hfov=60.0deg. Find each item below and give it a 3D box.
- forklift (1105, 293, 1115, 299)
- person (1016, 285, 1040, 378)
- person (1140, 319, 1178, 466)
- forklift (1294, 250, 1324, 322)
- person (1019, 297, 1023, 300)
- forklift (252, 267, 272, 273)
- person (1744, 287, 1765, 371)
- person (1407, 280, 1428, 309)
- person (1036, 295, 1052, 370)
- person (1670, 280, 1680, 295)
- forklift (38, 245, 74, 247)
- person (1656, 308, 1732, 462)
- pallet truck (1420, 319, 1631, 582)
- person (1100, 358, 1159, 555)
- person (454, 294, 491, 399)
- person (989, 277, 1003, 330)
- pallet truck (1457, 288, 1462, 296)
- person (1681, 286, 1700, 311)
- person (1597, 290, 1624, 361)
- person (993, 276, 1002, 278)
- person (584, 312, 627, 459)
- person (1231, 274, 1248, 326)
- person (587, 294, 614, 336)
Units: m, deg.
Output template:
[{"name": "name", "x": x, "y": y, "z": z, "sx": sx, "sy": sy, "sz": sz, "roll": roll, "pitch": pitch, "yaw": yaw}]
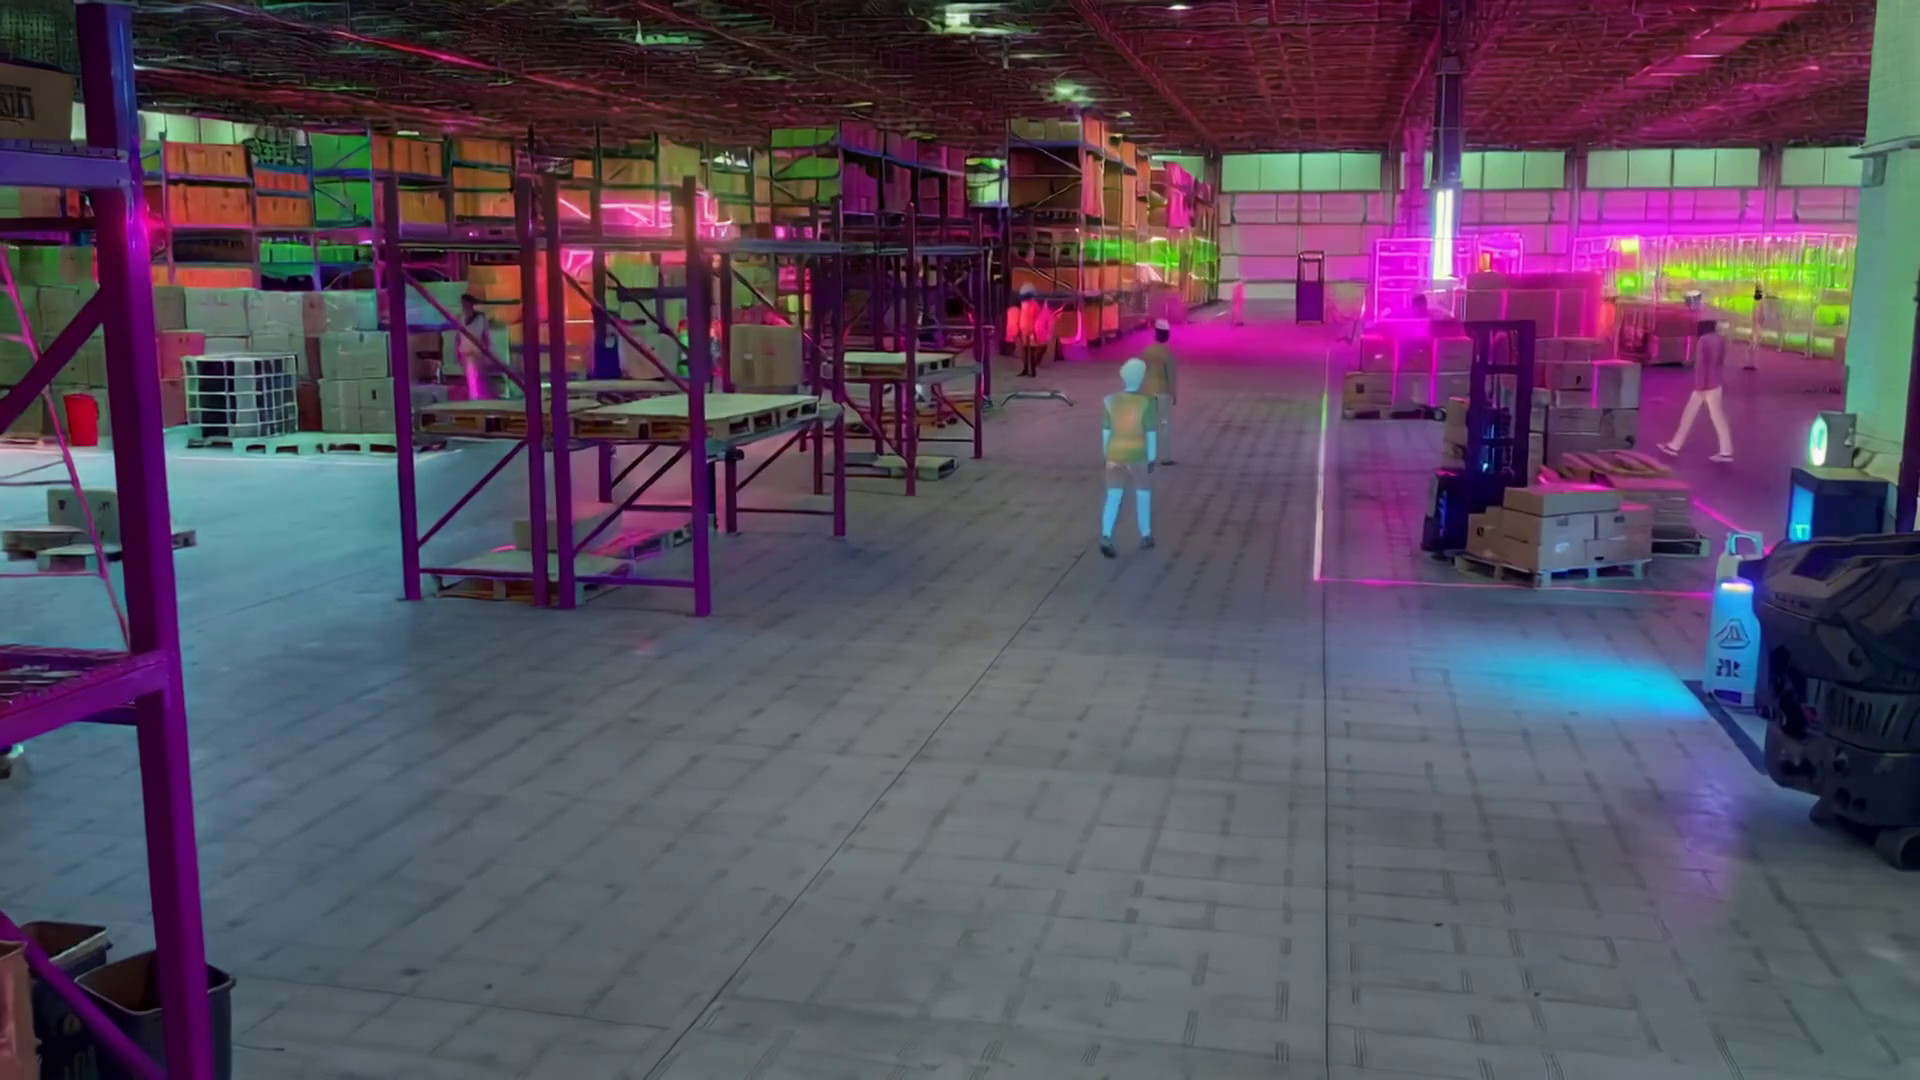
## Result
[{"name": "forklift", "x": 5.520, "y": -9.313, "z": 61.353, "sx": 1.873, "sy": 2.768, "sz": 1.129, "roll": 2, "pitch": 10, "yaw": 12}, {"name": "person", "x": 1.417, "y": -4.361, "z": 34.812, "sx": 0.361, "sy": 1.939, "sz": 0.542, "roll": -7, "pitch": 12, "yaw": -36}, {"name": "person", "x": 2.391, "y": -1.761, "z": 19.957, "sx": 0.523, "sy": 1.760, "sz": 0.327, "roll": 8, "pitch": 12, "yaw": 40}, {"name": "forklift", "x": 13.778, "y": -10.002, "z": 65.433, "sx": 1.129, "sy": 2.768, "sz": 1.873, "roll": 2, "pitch": 10, "yaw": 12}, {"name": "person", "x": 2.163, "y": -7.466, "z": 53.920, "sx": 0.533, "sy": 1.697, "sz": 0.318, "roll": -5, "pitch": 11, "yaw": -27}, {"name": "forklift", "x": -24.078, "y": -8.626, "z": 57.286, "sx": 1.873, "sy": 2.768, "sz": 1.129, "roll": 8, "pitch": 12, "yaw": 38}, {"name": "person", "x": 17.713, "y": -4.696, "z": 37.024, "sx": 0.331, "sy": 1.865, "sz": 0.519, "roll": 4, "pitch": 10, "yaw": 23}, {"name": "person", "x": 10.883, "y": -5.184, "z": 39.385, "sx": 0.995, "sy": 2.000, "sz": 0.689, "roll": 6, "pitch": 12, "yaw": 34}, {"name": "person", "x": 1.808, "y": -4.658, "z": 37.325, "sx": 0.535, "sy": 1.687, "sz": 0.505, "roll": -4, "pitch": 10, "yaw": -23}, {"name": "person", "x": 31.228, "y": -10.750, "z": 72.768, "sx": 0.487, "sy": 1.893, "sz": 0.670, "roll": 3, "pitch": 10, "yaw": 18}, {"name": "forklift", "x": -23.605, "y": -6.323, "z": 43.651, "sx": 1.873, "sy": 2.768, "sz": 1.129, "roll": 2, "pitch": 10, "yaw": 11}, {"name": "person", "x": 9.169, "y": -1.921, "z": 20.547, "sx": 0.609, "sy": 1.869, "sz": 0.982, "roll": -6, "pitch": 11, "yaw": -33}, {"name": "pallet truck", "x": 4.543, "y": -0.757, "z": 13.299, "sx": 0.823, "sy": 1.965, "sz": 1.885, "roll": -4, "pitch": 10, "yaw": -22}, {"name": "person", "x": 1.414, "y": -0.700, "z": 13.972, "sx": 0.536, "sy": 1.656, "sz": 0.850, "roll": 5, "pitch": 11, "yaw": 28}, {"name": "person", "x": -7.997, "y": -3.071, "z": 27.305, "sx": 0.603, "sy": 1.904, "sz": 0.412, "roll": 1, "pitch": 10, "yaw": 7}, {"name": "person", "x": 1.168, "y": -8.216, "z": 57.860, "sx": 0.670, "sy": 1.859, "sz": 0.960, "roll": 0, "pitch": 10, "yaw": 1}, {"name": "pallet truck", "x": 20.506, "y": -9.785, "z": 68.819, "sx": 0.653, "sy": 1.274, "sz": 1.630, "roll": 2, "pitch": 10, "yaw": 12}, {"name": "person", "x": 21.435, "y": -6.600, "z": 48.832, "sx": 0.547, "sy": 1.686, "sz": 0.375, "roll": 2, "pitch": 10, "yaw": 13}, {"name": "person", "x": 14.707, "y": -4.753, "z": 37.597, "sx": 0.930, "sy": 1.782, "sz": 0.613, "roll": 9, "pitch": 13, "yaw": 41}, {"name": "person", "x": 2.124, "y": -14.268, "z": 93.540, "sx": 0.577, "sy": 1.914, "sz": 0.434, "roll": -2, "pitch": 10, "yaw": -11}, {"name": "person", "x": -4.365, "y": -1.901, "z": 20.566, "sx": 0.536, "sy": 1.827, "sz": 0.505, "roll": -6, "pitch": 11, "yaw": -30}, {"name": "person", "x": 10.355, "y": -8.879, "z": 61.627, "sx": 0.641, "sy": 1.926, "sz": 0.444, "roll": 9, "pitch": 13, "yaw": 42}, {"name": "person", "x": -5.962, "y": -3.067, "z": 27.214, "sx": 0.785, "sy": 1.908, "sz": 0.581, "roll": -7, "pitch": 12, "yaw": -36}]
